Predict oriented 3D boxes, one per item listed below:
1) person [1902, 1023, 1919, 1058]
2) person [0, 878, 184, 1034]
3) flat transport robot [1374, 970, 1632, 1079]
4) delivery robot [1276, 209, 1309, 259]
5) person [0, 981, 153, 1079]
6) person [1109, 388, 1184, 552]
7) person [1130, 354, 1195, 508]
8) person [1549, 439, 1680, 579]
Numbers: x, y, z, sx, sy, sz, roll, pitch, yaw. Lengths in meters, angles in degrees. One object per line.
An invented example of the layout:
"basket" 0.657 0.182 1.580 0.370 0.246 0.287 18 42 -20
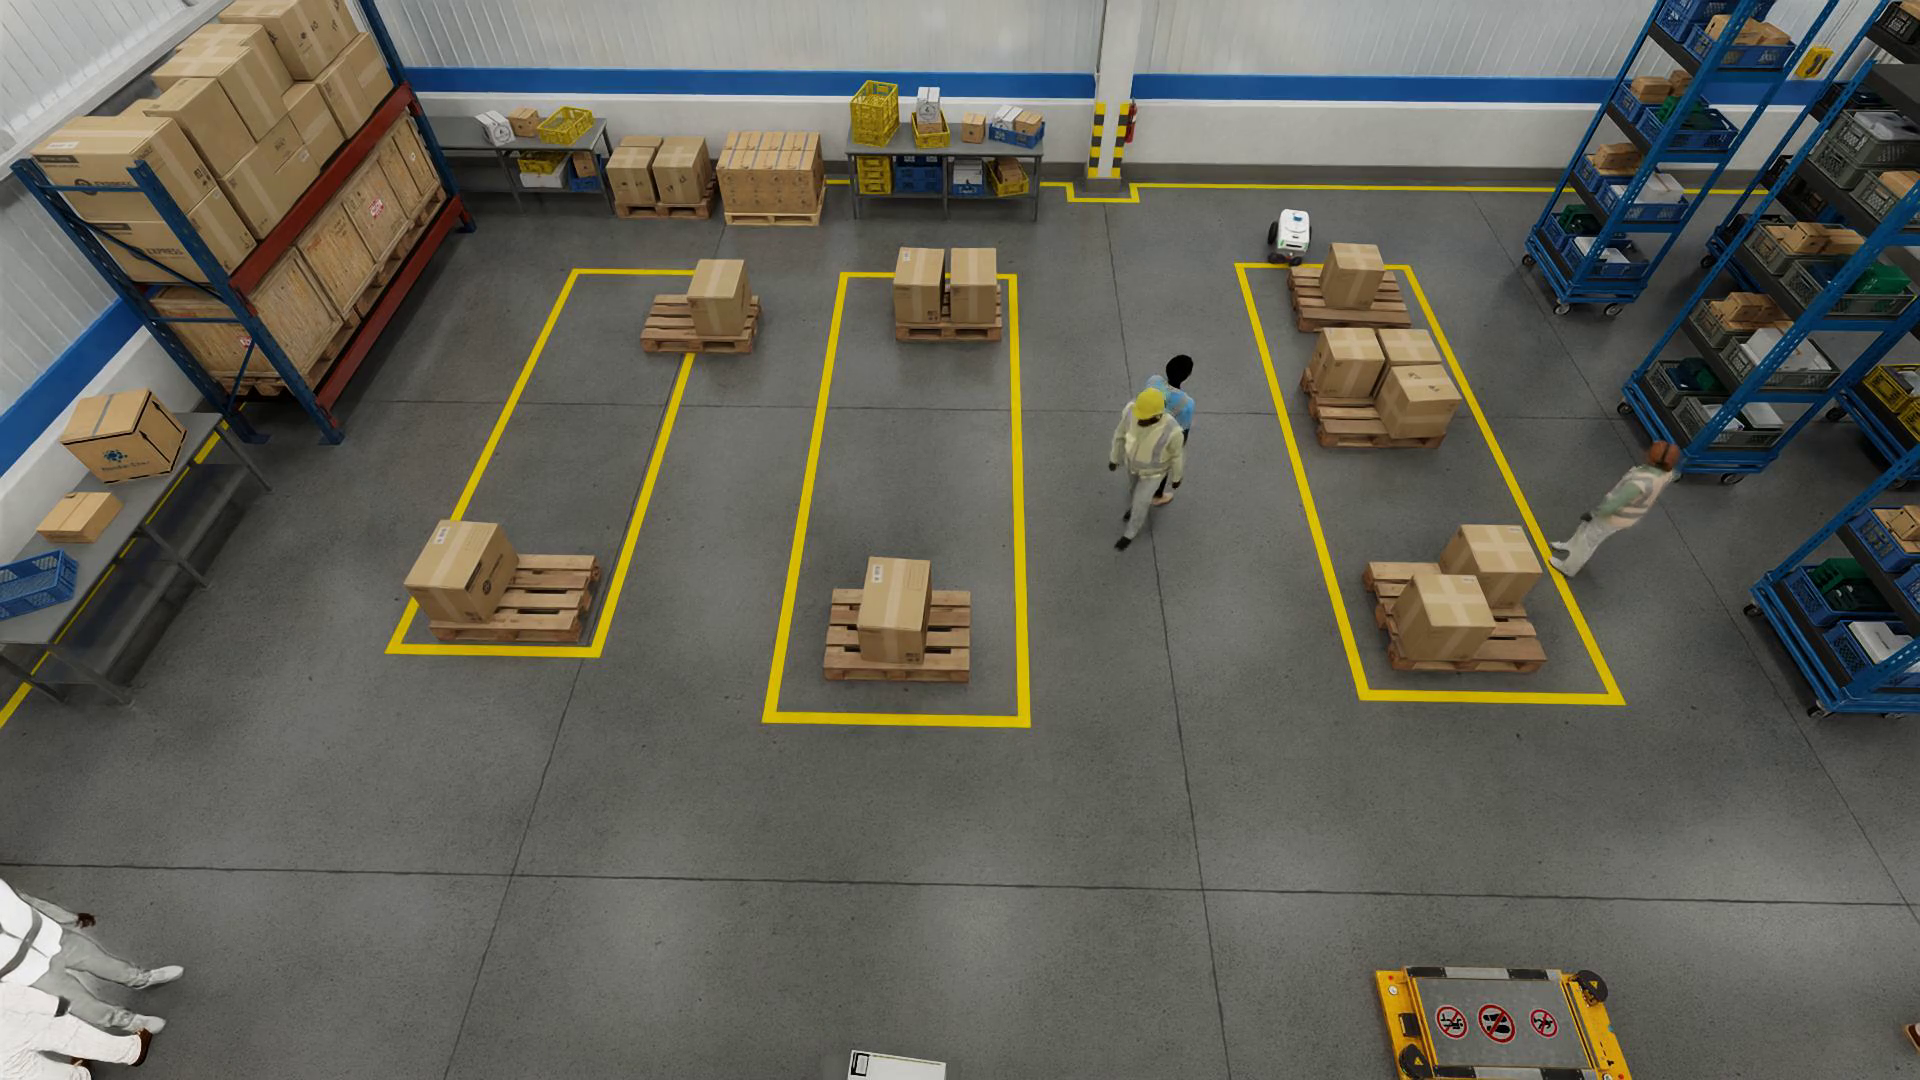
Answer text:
"person" 6.400 2.630 5.227 0.610 1.985 0.392 -18 53 -14
"person" -5.429 2.464 5.406 0.393 1.916 0.590 -5 51 -4
"flat transport robot" 3.501 3.133 5.914 1.431 0.197 0.652 1 51 1
"delivery robot" 4.118 -3.798 11.323 0.477 0.478 0.707 10 52 8
"person" -5.461 2.759 5.172 0.643 1.908 0.411 -27 56 -20
"person" 1.586 -0.647 8.023 0.752 1.785 0.640 -36 59 -26
"person" 1.860 -0.989 8.359 0.315 1.696 0.541 -33 58 -24
"person" 5.558 -0.275 7.821 0.532 1.621 0.435 -30 57 -22
